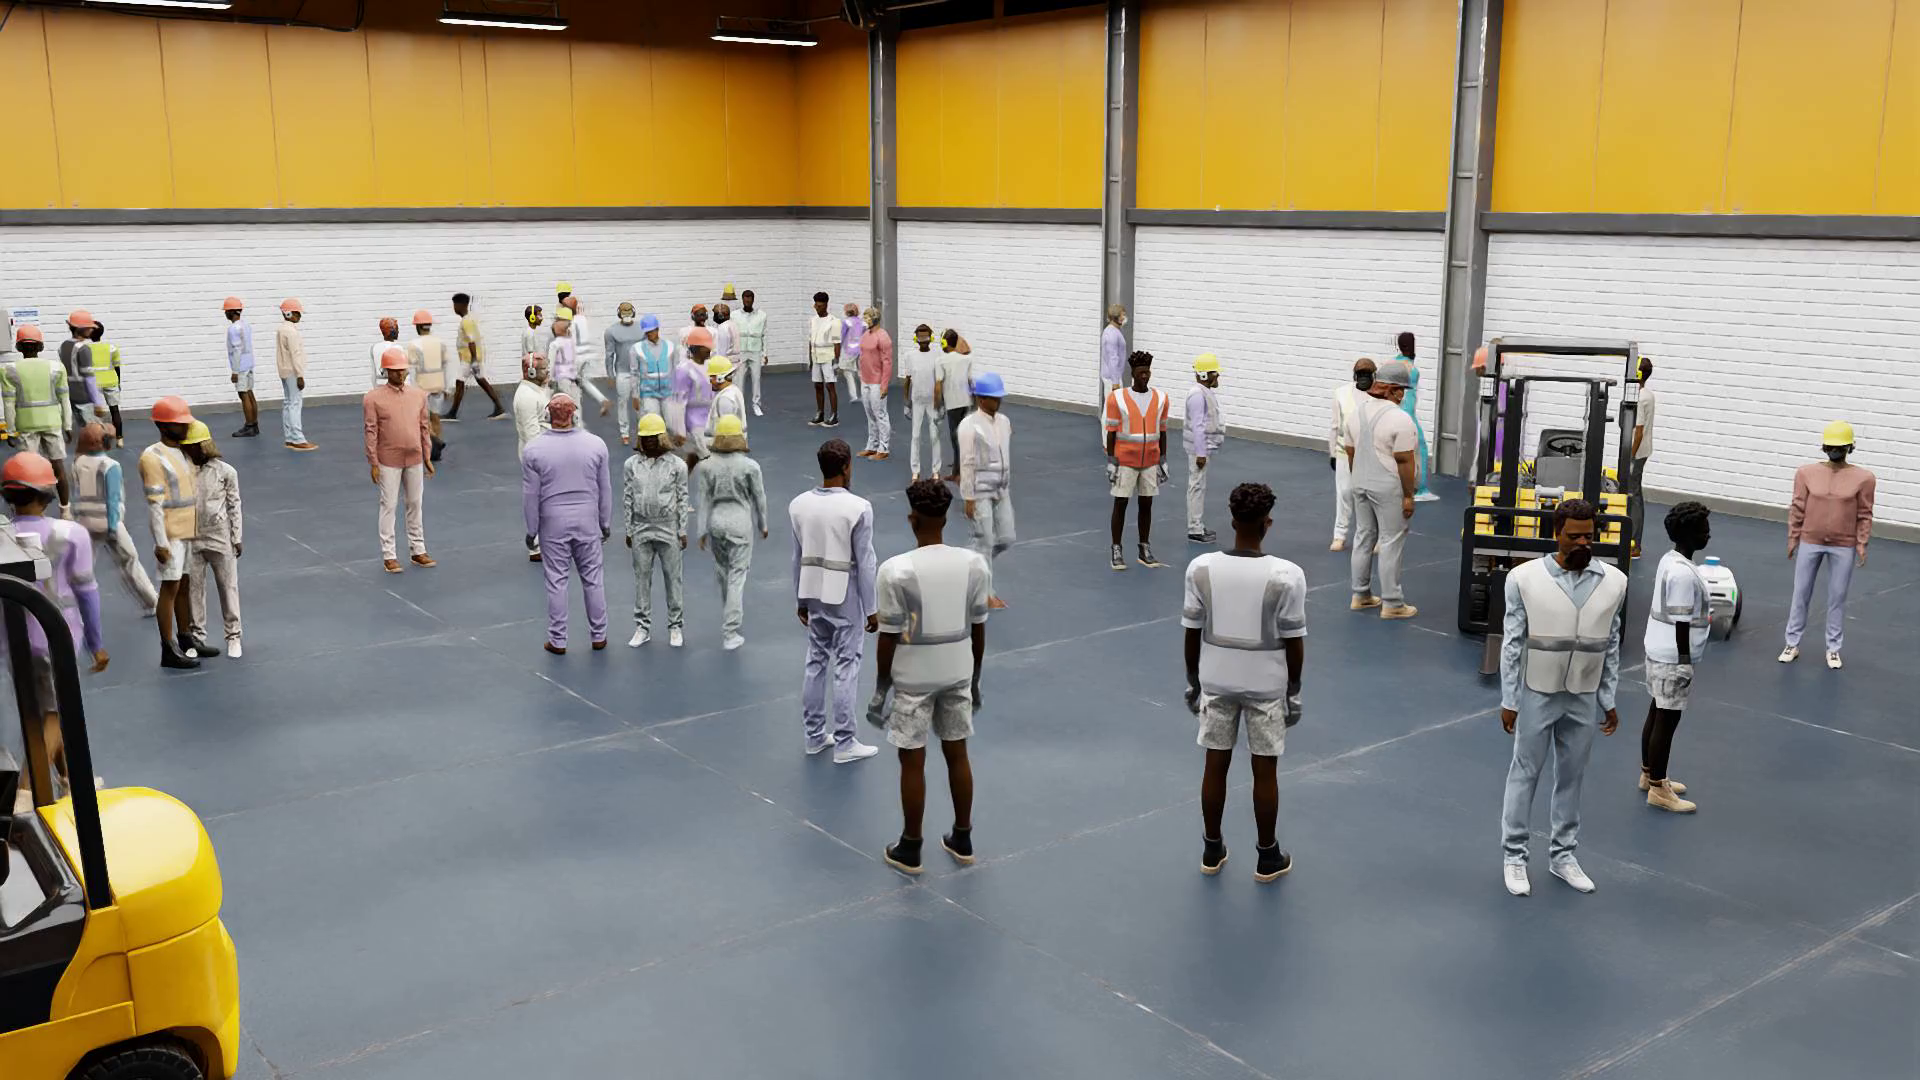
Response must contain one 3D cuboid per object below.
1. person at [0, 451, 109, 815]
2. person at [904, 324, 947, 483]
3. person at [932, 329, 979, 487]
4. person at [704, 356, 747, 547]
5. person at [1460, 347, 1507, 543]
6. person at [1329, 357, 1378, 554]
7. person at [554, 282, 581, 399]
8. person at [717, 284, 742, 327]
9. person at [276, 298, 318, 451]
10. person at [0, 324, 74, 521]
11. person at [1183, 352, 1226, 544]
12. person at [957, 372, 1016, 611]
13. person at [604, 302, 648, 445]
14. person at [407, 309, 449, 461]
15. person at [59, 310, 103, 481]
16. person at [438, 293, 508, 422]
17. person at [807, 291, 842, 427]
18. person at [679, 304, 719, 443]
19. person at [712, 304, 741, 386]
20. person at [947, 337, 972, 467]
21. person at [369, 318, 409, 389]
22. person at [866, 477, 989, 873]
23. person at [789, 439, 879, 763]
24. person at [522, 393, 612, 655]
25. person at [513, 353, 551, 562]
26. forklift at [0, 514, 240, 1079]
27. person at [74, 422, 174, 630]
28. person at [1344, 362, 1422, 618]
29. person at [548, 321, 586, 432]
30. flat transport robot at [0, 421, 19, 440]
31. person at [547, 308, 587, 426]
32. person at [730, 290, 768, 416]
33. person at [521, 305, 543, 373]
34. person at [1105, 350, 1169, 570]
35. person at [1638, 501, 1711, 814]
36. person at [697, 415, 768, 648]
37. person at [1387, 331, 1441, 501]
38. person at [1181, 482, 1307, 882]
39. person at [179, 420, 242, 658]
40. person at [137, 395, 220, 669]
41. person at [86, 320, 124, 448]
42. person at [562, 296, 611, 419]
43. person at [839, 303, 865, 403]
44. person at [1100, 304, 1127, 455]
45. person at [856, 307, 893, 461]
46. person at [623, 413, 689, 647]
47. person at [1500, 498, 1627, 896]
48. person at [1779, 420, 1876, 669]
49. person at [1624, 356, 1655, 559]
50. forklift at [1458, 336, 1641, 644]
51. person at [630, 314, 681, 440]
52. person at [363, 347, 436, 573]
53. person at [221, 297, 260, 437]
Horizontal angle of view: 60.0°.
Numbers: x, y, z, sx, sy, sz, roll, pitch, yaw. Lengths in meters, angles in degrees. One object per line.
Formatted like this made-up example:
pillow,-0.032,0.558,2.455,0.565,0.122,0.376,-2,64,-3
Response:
person,-4.858,0.548,8.693,0.599,2.008,0.994,1,12,3
person,-0.400,-1.581,19.315,0.505,1.864,0.331,0,12,2
person,0.017,-1.516,19.174,0.598,1.814,0.721,-10,15,-40
person,-2.233,-0.847,15.871,0.403,1.819,0.602,0,12,-2
person,5.052,-0.850,15.672,0.649,1.904,0.591,10,15,39
person,3.754,-0.787,15.541,0.626,1.839,0.428,6,13,26
person,-6.435,-3.259,27.249,0.585,1.928,0.369,9,15,39
person,-4.139,-3.732,29.981,0.487,1.744,0.294,-1,12,-3
person,-8.749,-2.172,21.850,0.392,1.990,0.612,-8,14,-35
person,-9.304,-1.151,16.790,0.612,2.043,0.374,-9,15,-37
person,2.350,-0.889,16.029,0.403,1.835,0.586,2,12,11
person,0.179,-0.398,13.418,0.520,1.930,0.615,11,16,42
person,-4.424,-2.223,22.265,0.630,1.929,0.392,-5,13,-23
person,-6.609,-1.911,20.761,0.537,1.919,0.549,11,16,42
person,-10.074,-1.630,19.155,0.627,2.022,0.410,10,15,39
person,-7.246,-2.709,24.650,1.021,1.915,0.623,-2,12,-9
person,-1.968,-2.615,24.076,0.606,1.958,0.374,10,15,40
person,-3.495,-2.230,22.390,0.573,1.883,0.354,-7,14,-32
person,-3.290,-2.381,23.247,0.428,1.835,0.628,2,12,9
person,0.060,-1.671,20.333,0.438,1.620,0.520,0,12,1
person,-6.776,-1.712,19.884,0.573,1.883,0.353,7,14,31
person,-0.156,0.664,8.220,0.638,1.963,0.361,-7,13,-29
person,-0.755,0.359,9.826,0.590,1.912,0.388,8,14,35
person,-2.857,-0.117,12.126,0.636,1.911,0.404,-5,13,-22
person,-3.845,-0.757,15.221,0.408,1.909,0.642,-2,12,-12
forklift,-3.687,1.115,5.480,2.313,2.155,1.214,-9,15,-36
person,-6.621,-0.118,12.907,0.531,1.590,0.871,5,13,25
person,3.408,-0.413,13.231,0.536,2.000,0.672,-6,13,-28
person,-5.513,-2.242,23.172,0.816,1.586,0.562,4,12,20
flat transport robot,-13.653,-1.503,22.789,1.431,0.197,0.652,1,12,5
person,-5.706,-2.462,23.886,0.709,1.720,0.598,5,13,22
person,-3.207,-2.837,25.247,0.587,1.913,0.391,-2,12,-11
person,-5.751,-2.235,22.467,0.332,1.863,0.507,-3,12,-15
person,1.585,-0.718,14.881,0.600,1.967,0.369,-3,12,-14
person,3.898,0.624,9.056,0.318,1.697,0.535,3,12,15
person,-1.690,-0.090,12.498,0.487,1.704,0.836,3,12,14
person,4.812,-1.353,18.182,0.852,1.869,0.581,-3,12,-16
person,1.380,0.688,8.093,0.607,1.966,0.374,6,13,26
person,-5.415,0.004,11.940,0.493,1.743,0.314,-2,12,-12
person,-5.532,-0.064,11.797,0.373,1.935,0.551,1,12,4
person,-11.308,-2.037,21.903,0.535,1.700,0.318,-11,16,-43
person,-5.551,-2.654,24.492,0.667,1.864,0.610,4,12,19
person,-1.709,-3.013,26.813,0.356,1.617,0.537,9,15,38
person,1.996,-2.072,21.490,0.373,1.940,0.630,1,12,3
person,-1.081,-1.967,20.983,0.357,1.938,0.637,-7,14,-30
person,-2.245,-0.068,12.287,0.484,1.744,0.294,0,12,1
person,2.865,0.740,7.959,0.592,1.920,0.392,-1,12,-6
person,6.134,0.031,11.754,0.526,1.768,0.330,7,14,30
person,6.191,-0.759,15.315,0.328,1.873,0.520,6,13,28
forklift,4.683,-0.471,13.136,1.214,2.155,2.313,4,12,20
person,-3.646,-1.772,20.082,0.657,1.925,0.629,-4,13,-21
person,-4.976,-0.715,14.800,0.381,1.994,0.614,11,16,42
person,-9.982,-2.392,23.035,0.379,1.938,0.547,-1,12,-4
